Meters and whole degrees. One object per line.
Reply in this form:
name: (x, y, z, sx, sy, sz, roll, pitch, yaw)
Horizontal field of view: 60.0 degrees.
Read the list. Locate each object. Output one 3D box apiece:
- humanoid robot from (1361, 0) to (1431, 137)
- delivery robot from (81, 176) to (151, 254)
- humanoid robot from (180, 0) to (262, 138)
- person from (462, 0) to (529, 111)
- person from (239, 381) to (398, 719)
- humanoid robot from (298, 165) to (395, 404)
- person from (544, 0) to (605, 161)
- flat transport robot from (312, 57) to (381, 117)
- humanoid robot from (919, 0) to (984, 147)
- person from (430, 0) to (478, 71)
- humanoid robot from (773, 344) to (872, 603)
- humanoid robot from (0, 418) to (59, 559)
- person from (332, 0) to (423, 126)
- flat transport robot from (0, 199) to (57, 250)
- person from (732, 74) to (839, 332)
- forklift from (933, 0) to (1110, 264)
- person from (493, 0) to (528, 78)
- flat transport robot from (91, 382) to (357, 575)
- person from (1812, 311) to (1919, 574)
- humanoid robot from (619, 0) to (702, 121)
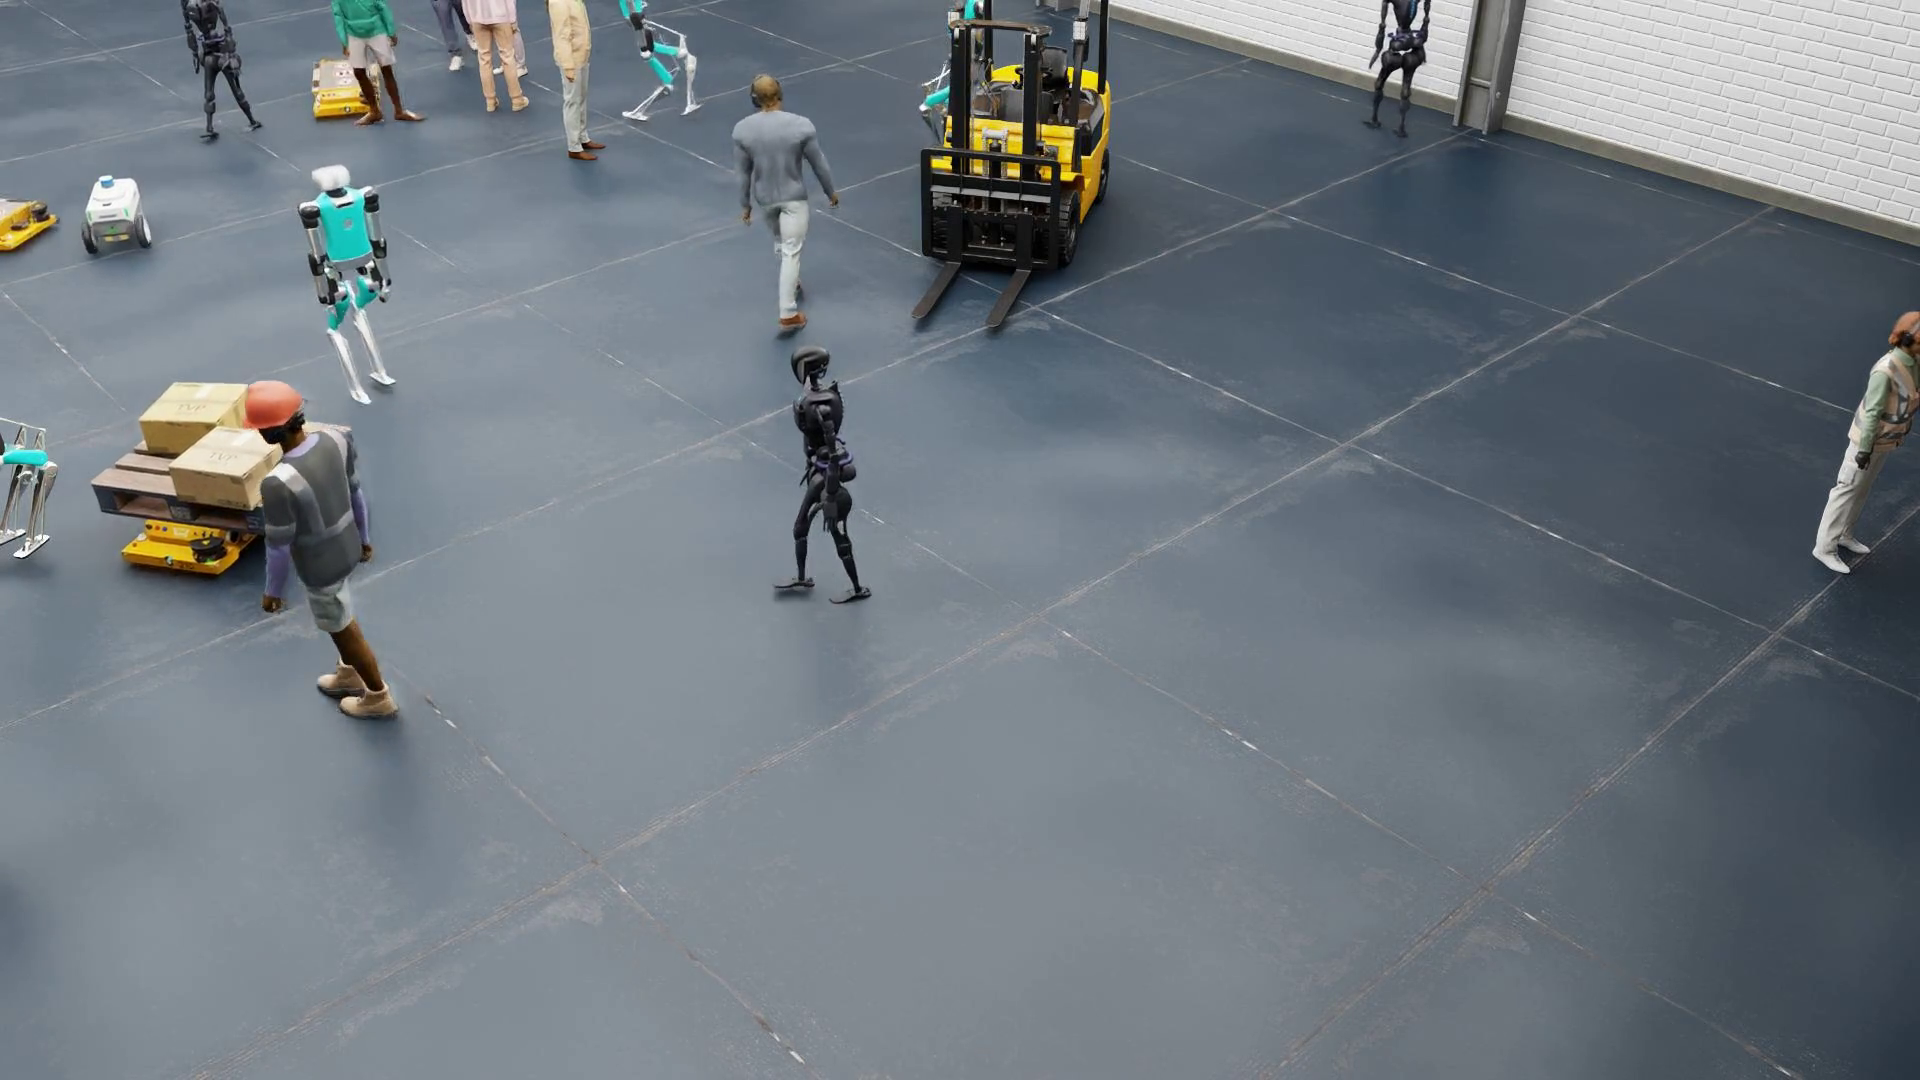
humanoid robot: (4.310, -4.829, 16.315, 0.593, 1.639, 0.542, -10, 34, -14)
delivery robot: (-7.234, -2.820, 14.236, 0.499, 0.585, 0.775, -10, 34, -15)
humanoid robot: (-7.256, -4.720, 16.161, 0.597, 1.639, 0.630, 12, 35, 18)
person: (-4.744, -5.228, 16.821, 0.522, 1.781, 0.406, 1, 33, 1)
person: (-3.327, 0.088, 8.429, 0.662, 2.023, 0.628, 6, 34, 9)
humanoid robot: (-4.296, -1.818, 11.603, 0.543, 1.758, 0.774, -24, 40, -32)
person: (-3.656, -4.548, 15.691, 0.390, 1.875, 0.559, 3, 33, 5)
flat transport robot: (-6.465, -4.796, 17.544, 0.659, 0.231, 1.431, -9, 34, -14)
humanoid robot: (-0.065, -4.368, 15.542, 1.014, 1.734, 0.548, -8, 34, -12)
person: (-5.592, -6.139, 18.184, 0.854, 1.824, 0.798, -5, 33, -7)
humanoid robot: (-0.807, -0.343, 9.420, 0.550, 1.641, 0.608, -10, 34, -15)
humanoid robot: (-5.703, -0.703, 9.781, 0.533, 1.681, 0.735, 15, 36, 21)
person: (-5.792, -4.996, 16.439, 0.684, 1.821, 0.392, -1, 33, -2)
flat transport robot: (-8.684, -2.747, 14.395, 1.431, 0.231, 0.659, 5, 33, 7)
person: (-1.337, -2.597, 12.697, 0.740, 1.873, 1.044, 5, 33, 8)
forklift: (0.570, -3.725, 14.138, 1.214, 2.155, 2.313, 9, 34, 13)
person: (-4.944, -5.828, 17.767, 0.516, 1.756, 0.335, 22, 39, 30)
flat transport robot: (-4.611, -0.272, 10.591, 0.659, 0.231, 1.431, 7, 34, 11)
person: (5.407, -0.590, 9.821, 0.513, 1.640, 0.306, -27, 42, -35)
humanoid robot: (-2.942, -4.999, 16.536, 0.992, 1.723, 0.554, -8, 34, -11)
